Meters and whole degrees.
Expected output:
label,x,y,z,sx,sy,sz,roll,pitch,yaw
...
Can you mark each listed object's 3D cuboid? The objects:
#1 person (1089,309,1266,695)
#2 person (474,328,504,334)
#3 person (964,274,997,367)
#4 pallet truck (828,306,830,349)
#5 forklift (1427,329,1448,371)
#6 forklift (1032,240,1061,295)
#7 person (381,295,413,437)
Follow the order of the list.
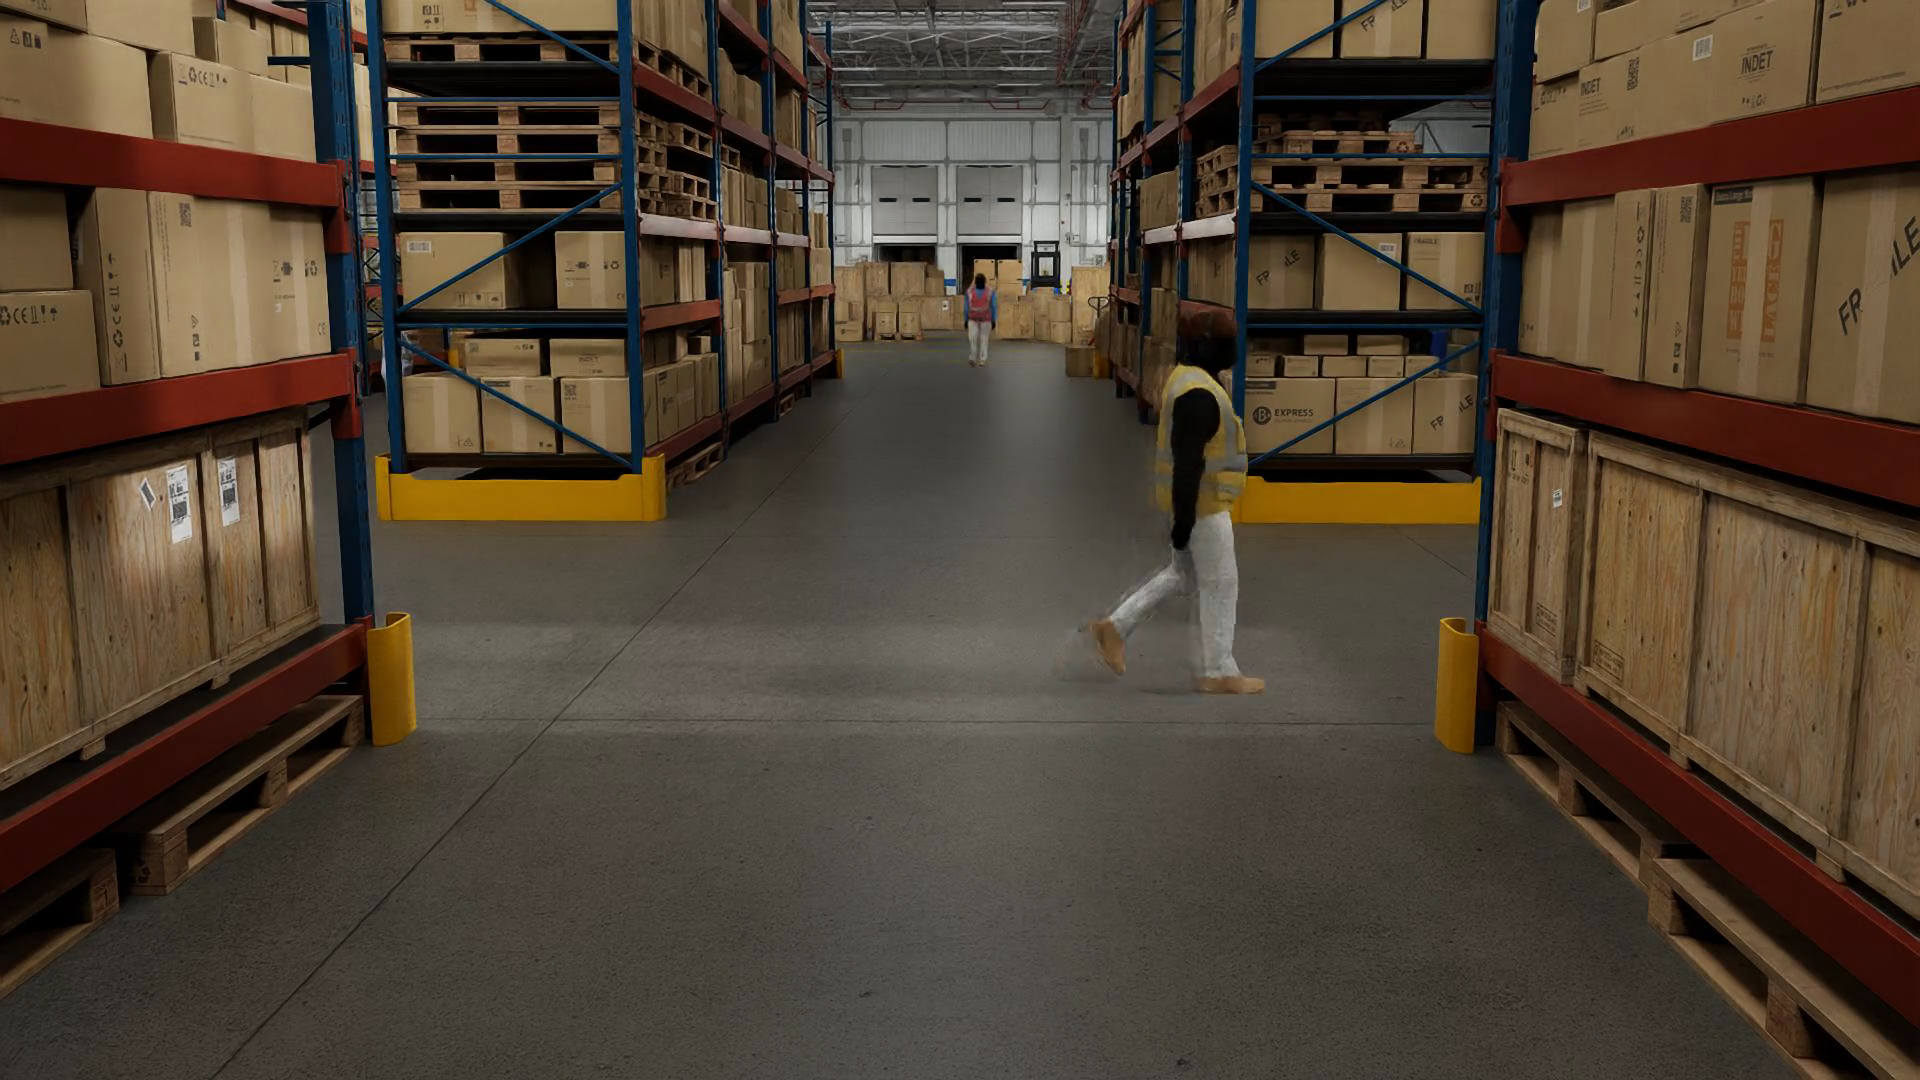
label,x,y,z,sx,sy,sz,roll,pitch,yaw
person,1.033,-0.174,7.799,0.765,1.816,0.625,1,9,4
person,-7.925,-3.601,27.981,0.547,1.933,0.382,0,9,2
person,0.379,-4.227,32.113,0.654,1.794,0.927,1,10,6
pallet truck,-3.100,-3.940,29.800,1.885,1.965,0.823,3,10,19
forklift,5.939,-3.196,22.705,1.129,2.768,1.873,6,11,30
forklift,3.172,-9.648,61.356,1.129,2.768,1.873,0,9,1
person,-5.808,-1.680,17.176,0.319,1.693,0.532,-3,10,-16
